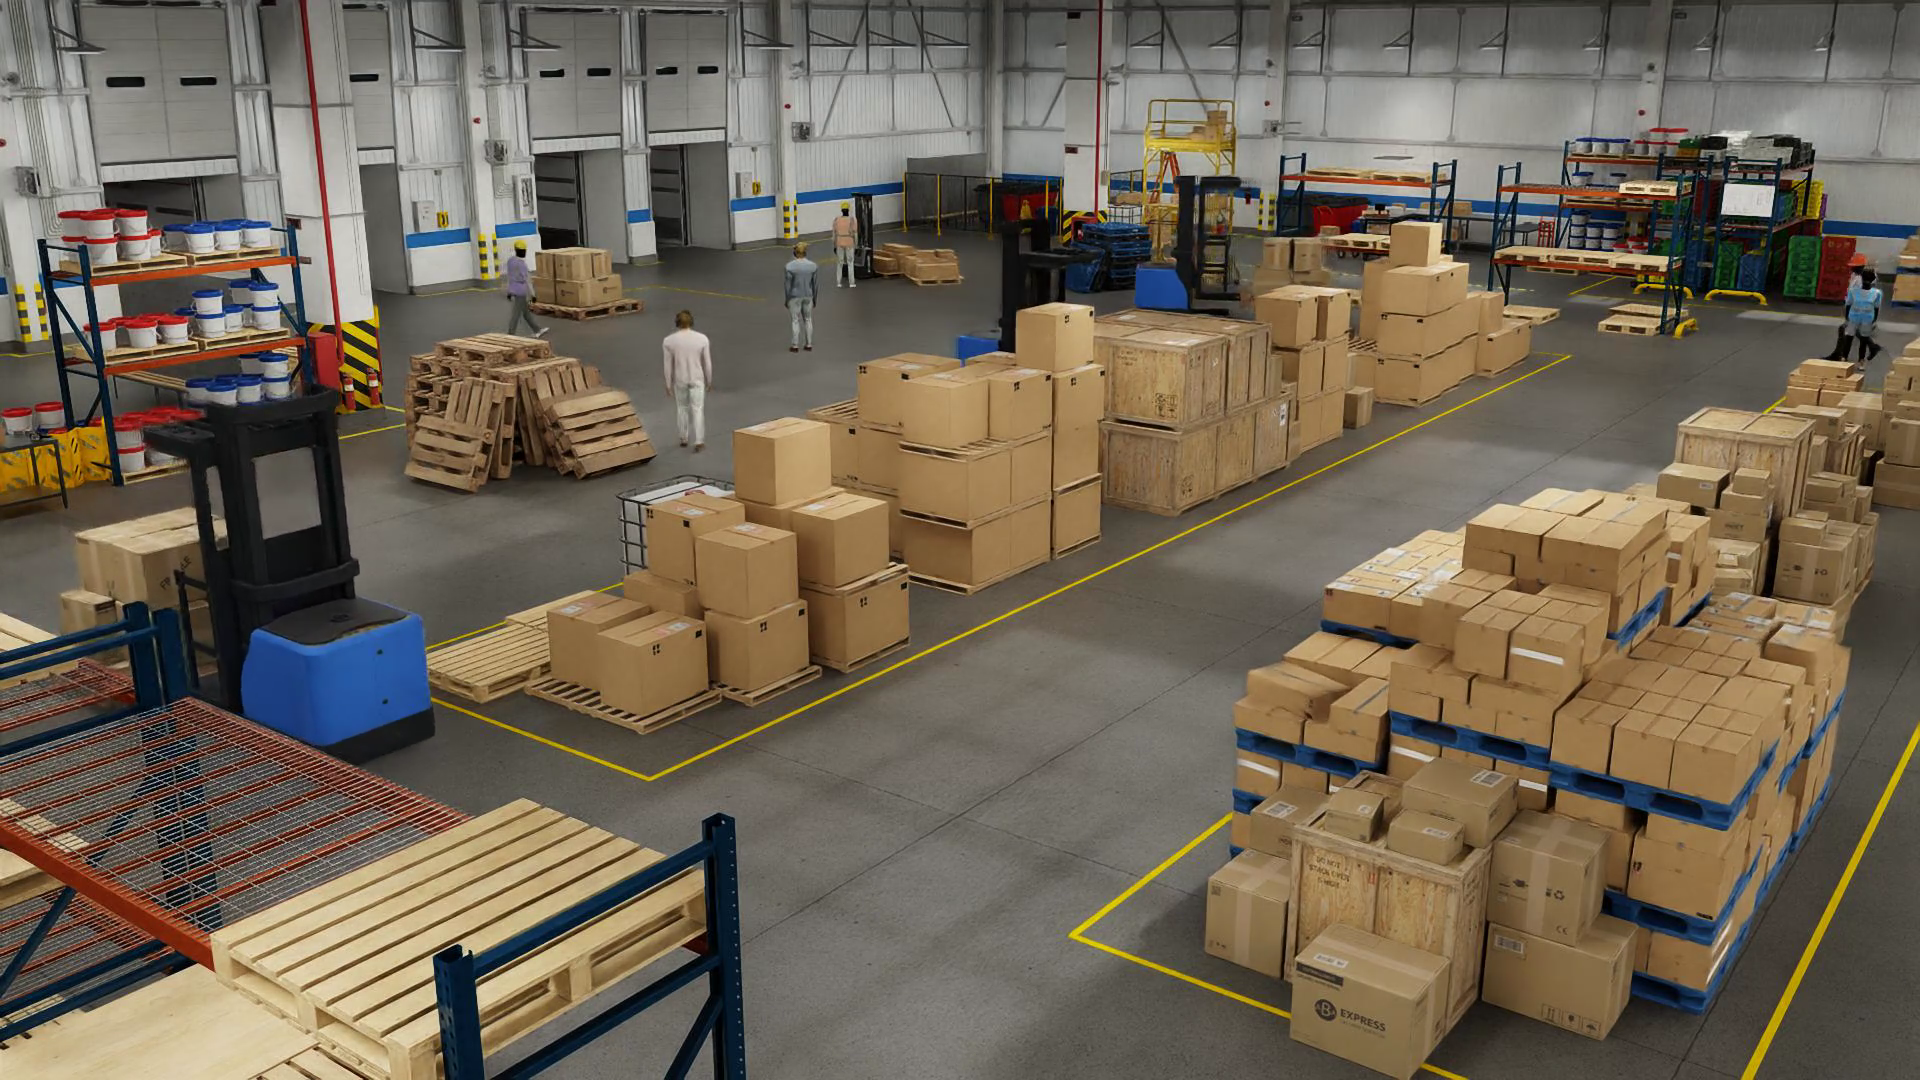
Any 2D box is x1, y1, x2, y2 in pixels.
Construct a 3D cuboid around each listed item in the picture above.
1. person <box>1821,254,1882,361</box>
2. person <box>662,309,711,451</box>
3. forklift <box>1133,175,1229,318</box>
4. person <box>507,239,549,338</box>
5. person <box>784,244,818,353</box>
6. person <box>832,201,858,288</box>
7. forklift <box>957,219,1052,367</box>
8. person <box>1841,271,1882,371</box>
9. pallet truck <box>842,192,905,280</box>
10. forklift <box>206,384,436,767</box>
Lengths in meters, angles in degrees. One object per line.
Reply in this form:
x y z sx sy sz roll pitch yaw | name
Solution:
15.511 -3.995 28.696 0.869 1.894 0.547 5 18 16 | person
-3.691 -2.173 22.597 0.630 1.945 0.396 -1 17 -2 | person
4.411 -5.747 32.803 1.873 2.768 1.129 2 17 8 | forklift
-8.035 -4.598 30.705 0.987 1.873 0.622 -15 22 -40 | person
-2.834 -4.310 29.678 0.636 1.928 0.384 -9 19 -27 | person
-2.572 -6.633 37.386 0.585 1.918 0.409 3 17 10 | person
0.966 -3.380 24.966 1.873 2.768 1.129 12 21 35 | forklift
15.186 -3.700 28.044 0.529 1.695 0.321 8 19 25 | person
-1.936 -7.159 38.982 1.885 1.965 0.823 -12 21 -34 | pallet truck
-5.205 0.223 13.037 1.873 2.768 1.129 12 21 35 | forklift
